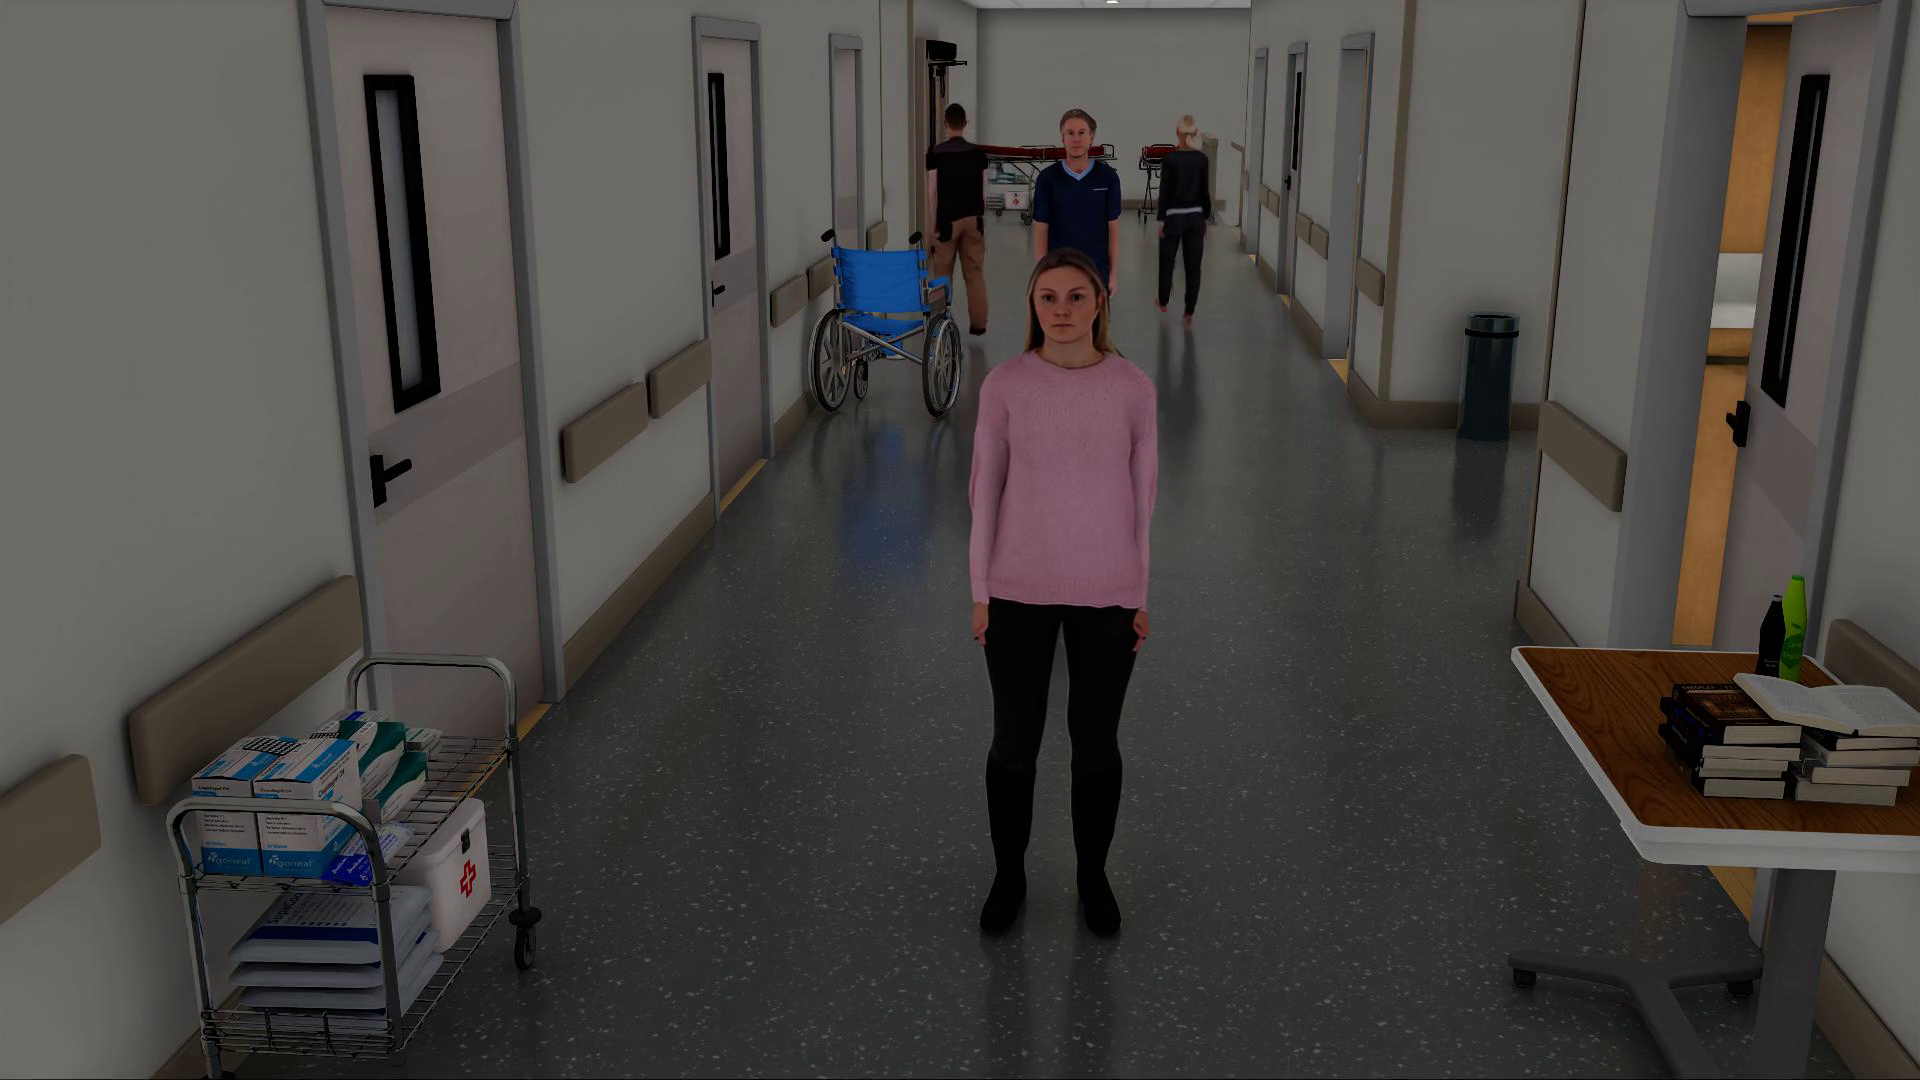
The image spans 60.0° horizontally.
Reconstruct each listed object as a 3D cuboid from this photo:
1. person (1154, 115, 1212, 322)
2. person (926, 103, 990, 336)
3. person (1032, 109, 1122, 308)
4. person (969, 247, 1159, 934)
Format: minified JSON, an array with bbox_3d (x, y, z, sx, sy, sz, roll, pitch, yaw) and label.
[{"bbox_3d":[1.897,-2.689,14.040,0.723,1.694,1.015,-1,16,-3],"label":"person"},{"bbox_3d":[0.018,-2.467,13.084,0.954,1.786,1.298,-4,16,-13],"label":"person"},{"bbox_3d":[0.653,-1.492,9.468,0.687,1.872,0.580,-1,16,-3],"label":"person"},{"bbox_3d":[0.251,0.134,4.040,0.609,1.688,0.547,0,16,1],"label":"person"}]
